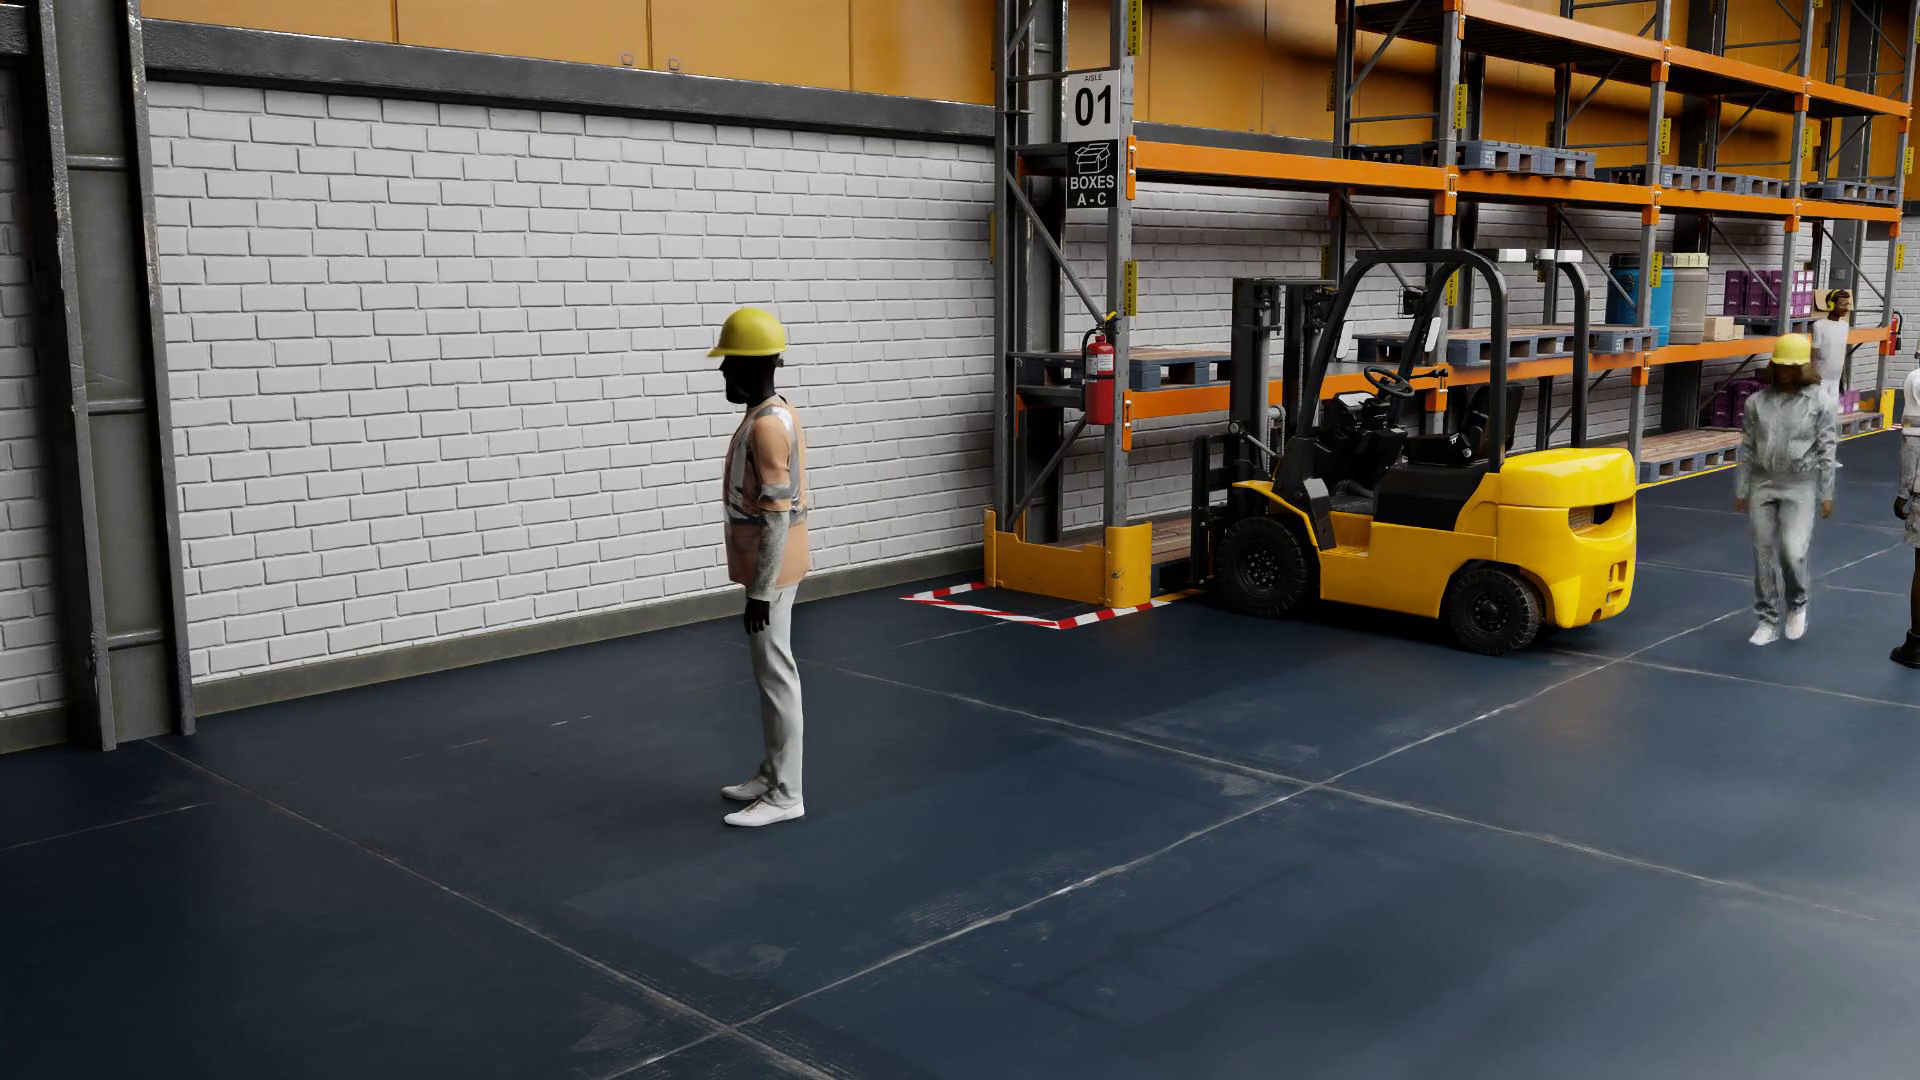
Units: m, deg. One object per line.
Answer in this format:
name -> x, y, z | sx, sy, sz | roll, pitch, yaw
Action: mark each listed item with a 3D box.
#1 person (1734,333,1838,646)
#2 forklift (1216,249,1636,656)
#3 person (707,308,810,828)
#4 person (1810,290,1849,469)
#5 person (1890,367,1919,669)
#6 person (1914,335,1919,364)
person -> 4.480, -0.265, 9.083 | 0.508, 1.720, 0.375 | 9, 13, 44
forklift -> 2.710, -0.584, 9.626 | 2.313, 2.155, 1.214 | 9, 13, 43
person -> -0.742, 0.104, 6.217 | 0.364, 1.929, 0.585 | -1, 9, -8
person -> 9.037, -1.670, 17.320 | 0.511, 1.860, 0.318 | -4, 10, -22
person -> 5.115, -0.287, 8.573 | 0.545, 1.942, 0.351 | 2, 10, 13
person -> 14.448, -2.841, 24.796 | 0.522, 1.761, 0.321 | -4, 10, -24
